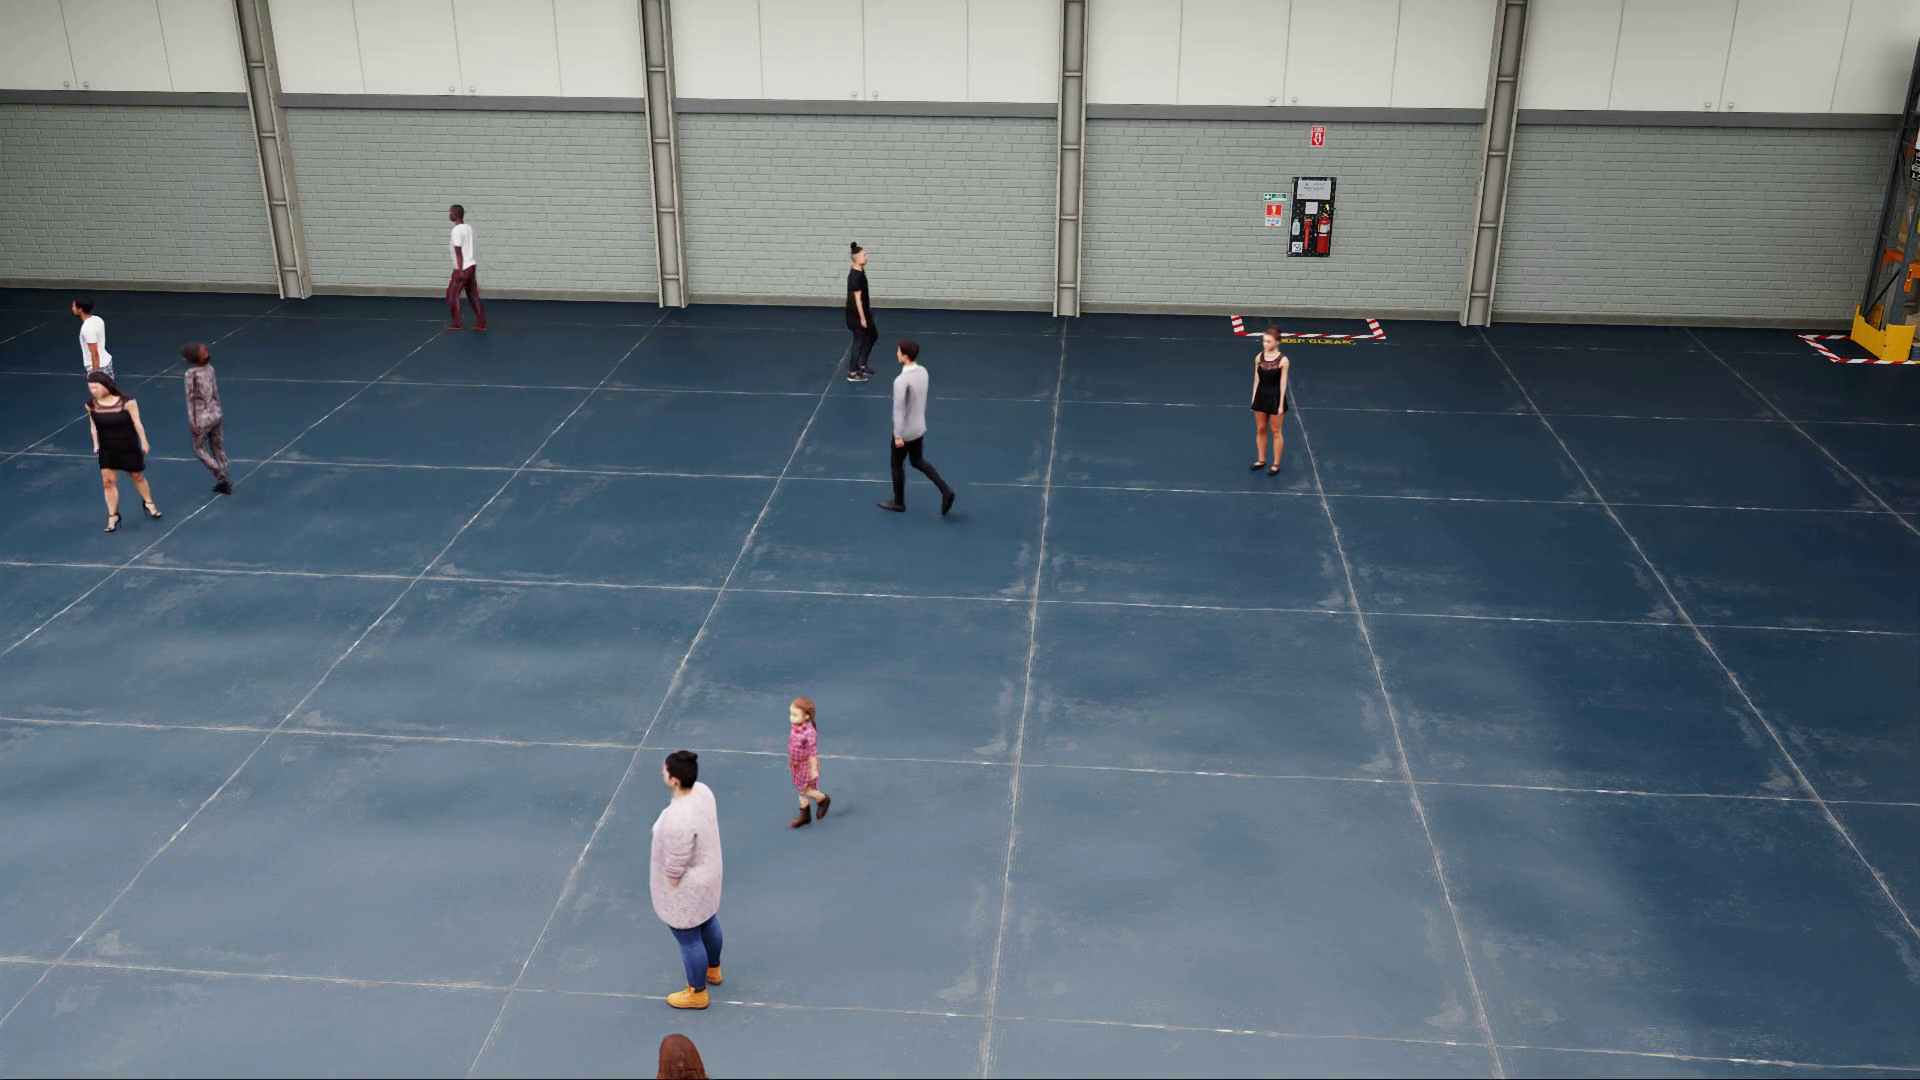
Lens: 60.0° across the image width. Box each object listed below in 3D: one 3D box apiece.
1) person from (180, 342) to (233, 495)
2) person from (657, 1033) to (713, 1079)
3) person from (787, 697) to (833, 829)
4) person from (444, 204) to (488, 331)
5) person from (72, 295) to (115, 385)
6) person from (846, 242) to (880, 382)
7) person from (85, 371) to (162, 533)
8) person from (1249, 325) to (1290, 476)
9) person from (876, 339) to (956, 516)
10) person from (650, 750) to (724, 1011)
[{"bbox_3d":[-8.002,-1.277,17.816,0.737,1.706,0.703,10,25,22],"label":"person"},{"bbox_3d":[-1.305,3.041,7.979,0.969,1.458,0.985,-15,27,-32],"label":"person"},{"bbox_3d":[-1.088,1.586,11.967,0.640,1.014,0.573,-16,28,-33],"label":"person"},{"bbox_3d":[-6.998,-3.865,23.761,0.856,1.815,0.730,4,23,10],"label":"person"},{"bbox_3d":[-10.133,-2.036,19.569,0.643,1.731,0.701,-5,24,-12],"label":"person"},{"bbox_3d":[-1.392,-2.956,21.580,0.636,1.849,0.704,1,23,2],"label":"person"},{"bbox_3d":[-8.581,-0.946,17.061,0.793,1.687,0.878,-7,24,-16],"label":"person"},{"bbox_3d":[3.464,-1.569,18.534,0.672,1.680,0.751,19,30,38],"label":"person"},{"bbox_3d":[-0.440,-1.142,17.237,1.230,1.911,1.017,12,26,25],"label":"person"},{"bbox_3d":[-1.623,2.015,10.025,0.680,1.743,0.728,6,24,14],"label":"person"}]
